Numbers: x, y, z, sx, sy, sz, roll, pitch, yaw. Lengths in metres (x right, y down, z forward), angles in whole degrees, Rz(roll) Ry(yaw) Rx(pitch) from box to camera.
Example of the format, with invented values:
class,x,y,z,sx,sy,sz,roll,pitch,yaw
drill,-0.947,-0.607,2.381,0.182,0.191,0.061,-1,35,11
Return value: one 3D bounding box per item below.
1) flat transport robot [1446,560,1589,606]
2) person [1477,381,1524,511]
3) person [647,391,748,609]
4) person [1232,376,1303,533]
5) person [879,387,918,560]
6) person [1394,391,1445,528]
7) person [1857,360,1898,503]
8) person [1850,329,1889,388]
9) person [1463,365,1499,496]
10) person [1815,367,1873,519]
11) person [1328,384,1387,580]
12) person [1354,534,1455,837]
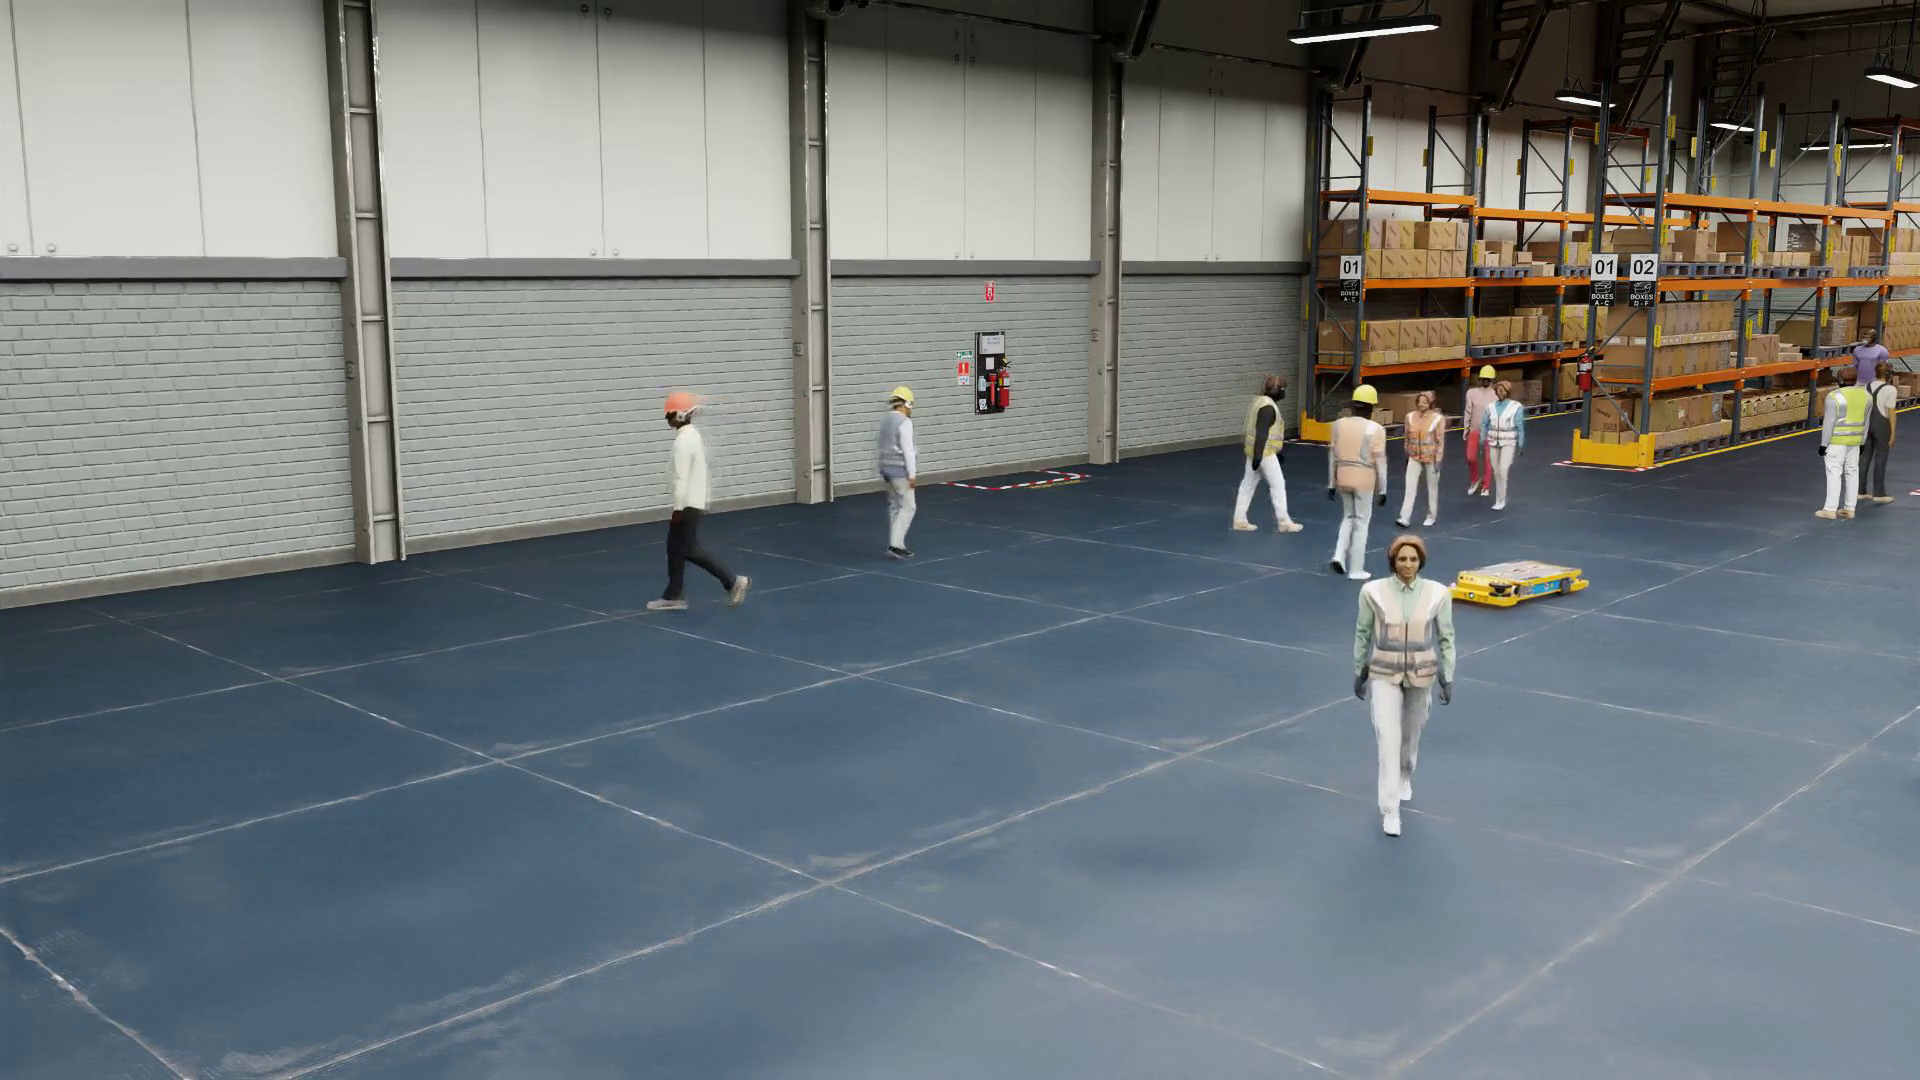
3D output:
class,x,y,z,sx,sy,sz,roll,pitch,yaw
flat transport robot,5.146,0.384,15.392,1.431,0.197,0.652,-8,12,-39
person,6.694,-1.165,20.708,0.648,1.613,0.547,-9,13,-43
person,-2.333,-0.332,14.617,0.849,1.969,0.621,0,9,-2
person,3.561,-0.979,19.083,0.920,1.792,0.624,0,9,2
person,-0.649,-0.694,17.388,0.519,1.792,0.639,-5,11,-30
person,5.350,-0.922,19.300,0.528,1.593,0.831,7,12,38
person,11.846,-1.397,21.467,0.328,1.842,0.516,-4,10,-22
person,16.214,-2.798,29.724,0.353,1.936,0.635,-6,11,-33
person,6.932,-1.439,22.003,0.547,1.747,0.456,5,11,28
person,10.673,-1.175,20.129,0.635,1.840,0.429,-2,10,-14
person,3.868,-0.553,16.132,0.416,1.906,0.604,-9,13,-43
person,2.445,0.741,9.184,0.528,1.595,0.874,1,9,7
